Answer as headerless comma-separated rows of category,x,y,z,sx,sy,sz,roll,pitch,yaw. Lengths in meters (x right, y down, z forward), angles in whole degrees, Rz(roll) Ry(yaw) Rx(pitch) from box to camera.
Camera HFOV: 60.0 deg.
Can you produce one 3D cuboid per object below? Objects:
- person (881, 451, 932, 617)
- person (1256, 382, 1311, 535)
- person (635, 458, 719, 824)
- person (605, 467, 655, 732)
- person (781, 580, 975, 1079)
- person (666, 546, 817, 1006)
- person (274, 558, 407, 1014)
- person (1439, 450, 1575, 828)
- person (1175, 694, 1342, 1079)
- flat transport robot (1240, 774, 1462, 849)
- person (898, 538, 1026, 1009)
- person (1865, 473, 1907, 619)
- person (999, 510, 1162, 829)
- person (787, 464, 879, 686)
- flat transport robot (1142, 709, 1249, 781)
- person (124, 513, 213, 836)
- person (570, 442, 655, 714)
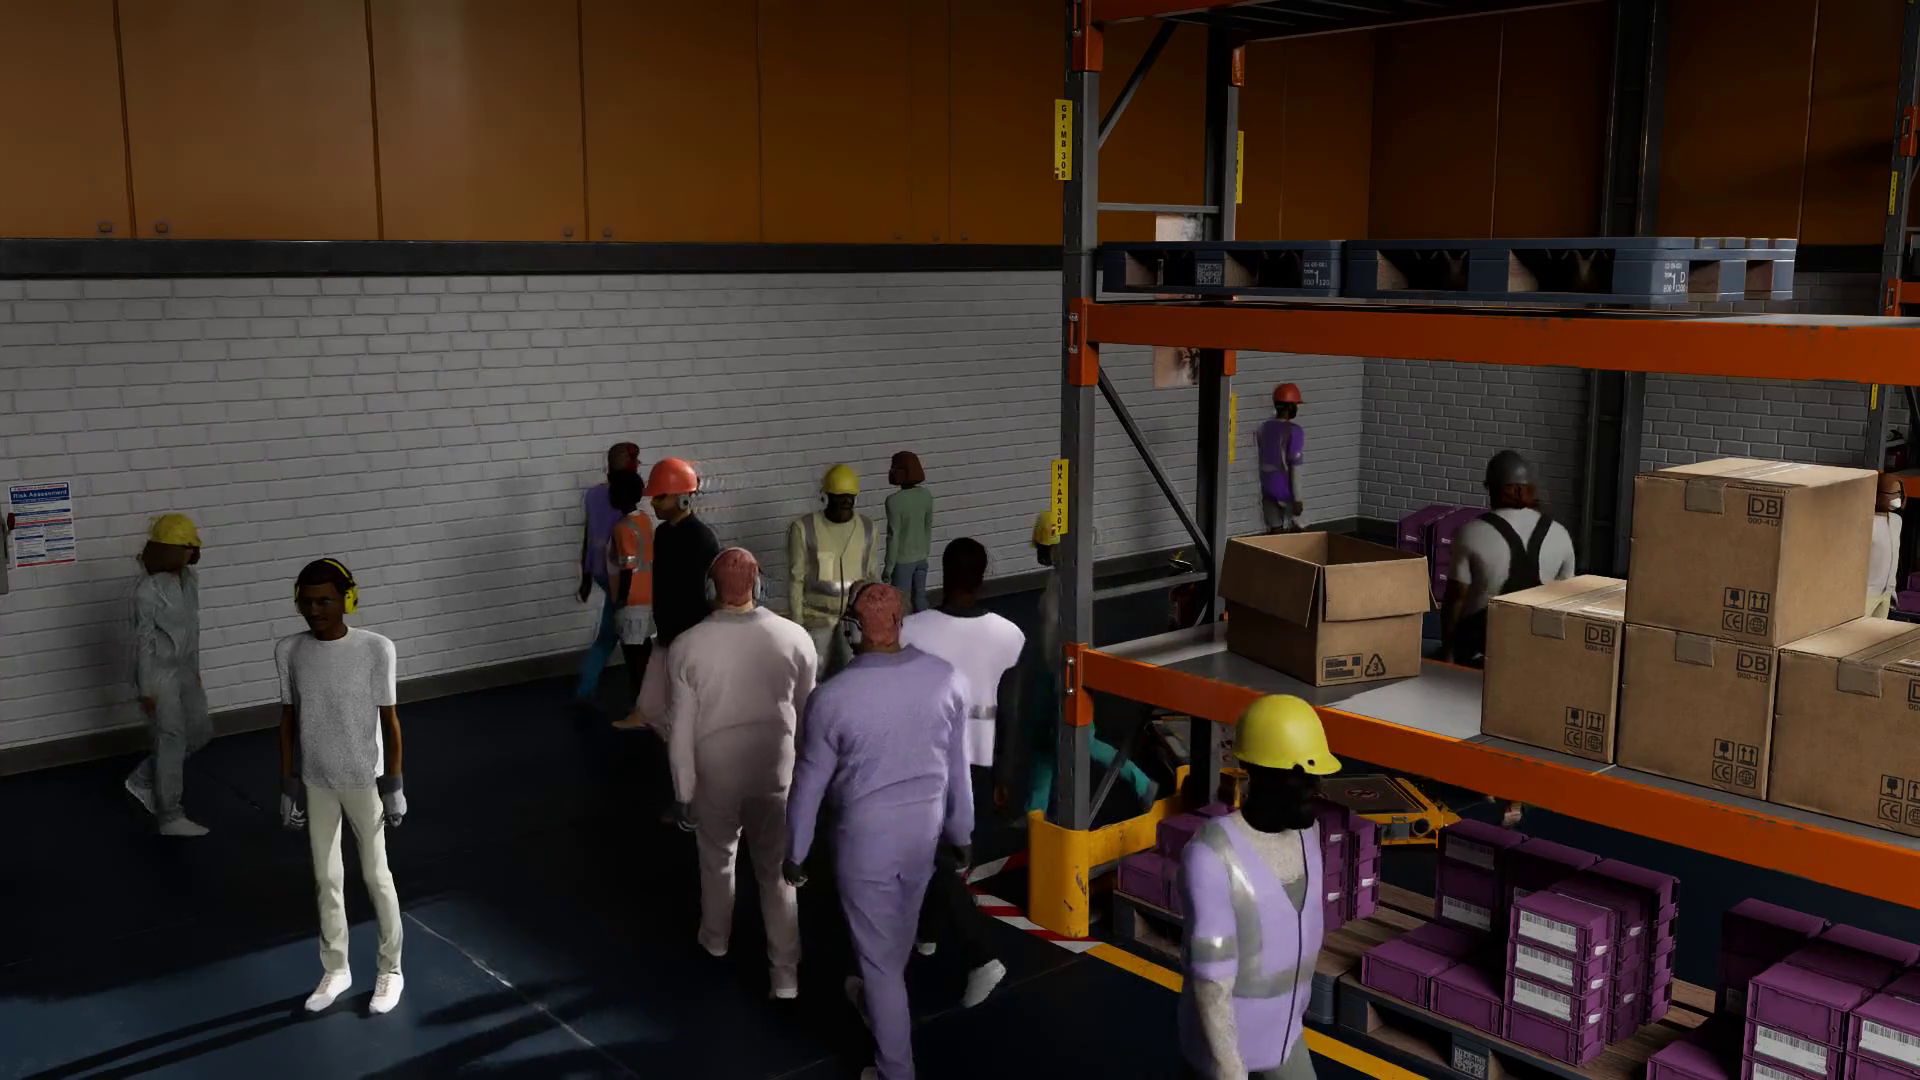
person,-0.387,0.170,12.068,0.269,1.634,0.507,7,12,35
person,2.873,-0.432,14.764,0.401,1.921,0.563,-6,11,-30
person,-1.495,0.543,8.875,0.436,1.977,0.637,-7,12,-37
person,-2.106,0.382,10.663,0.316,1.695,0.569,0,10,2
person,-0.367,1.063,6.134,0.670,1.874,0.902,-7,12,-34
person,-0.879,0.956,6.862,0.656,1.862,1.000,-3,10,-19
person,-2.478,0.982,6.669,0.514,1.863,0.317,1,10,4
person,2.942,0.504,8.928,0.705,2.000,0.911,-2,10,-10
person,0.840,1.343,4.439,0.589,1.886,0.957,-9,13,-43
flat transport robot,1.889,1.425,8.708,1.431,0.197,0.652,-1,10,-5
person,0.005,0.933,6.919,0.606,1.871,0.950,-5,11,-25
person,5.997,0.365,10.935,0.507,1.631,0.266,-6,11,-31
person,0.647,0.695,8.730,0.803,1.733,0.549,-2,10,-12
person,-0.785,0.413,10.178,0.589,1.804,0.813,-3,10,-17
flat transport robot,1.521,1.256,9.698,0.652,0.197,1.431,-1,10,-5
person,-4.149,0.702,8.698,0.527,1.719,0.526,1,10,5
person,-2.320,0.242,11.213,0.560,1.796,0.981,8,13,40
